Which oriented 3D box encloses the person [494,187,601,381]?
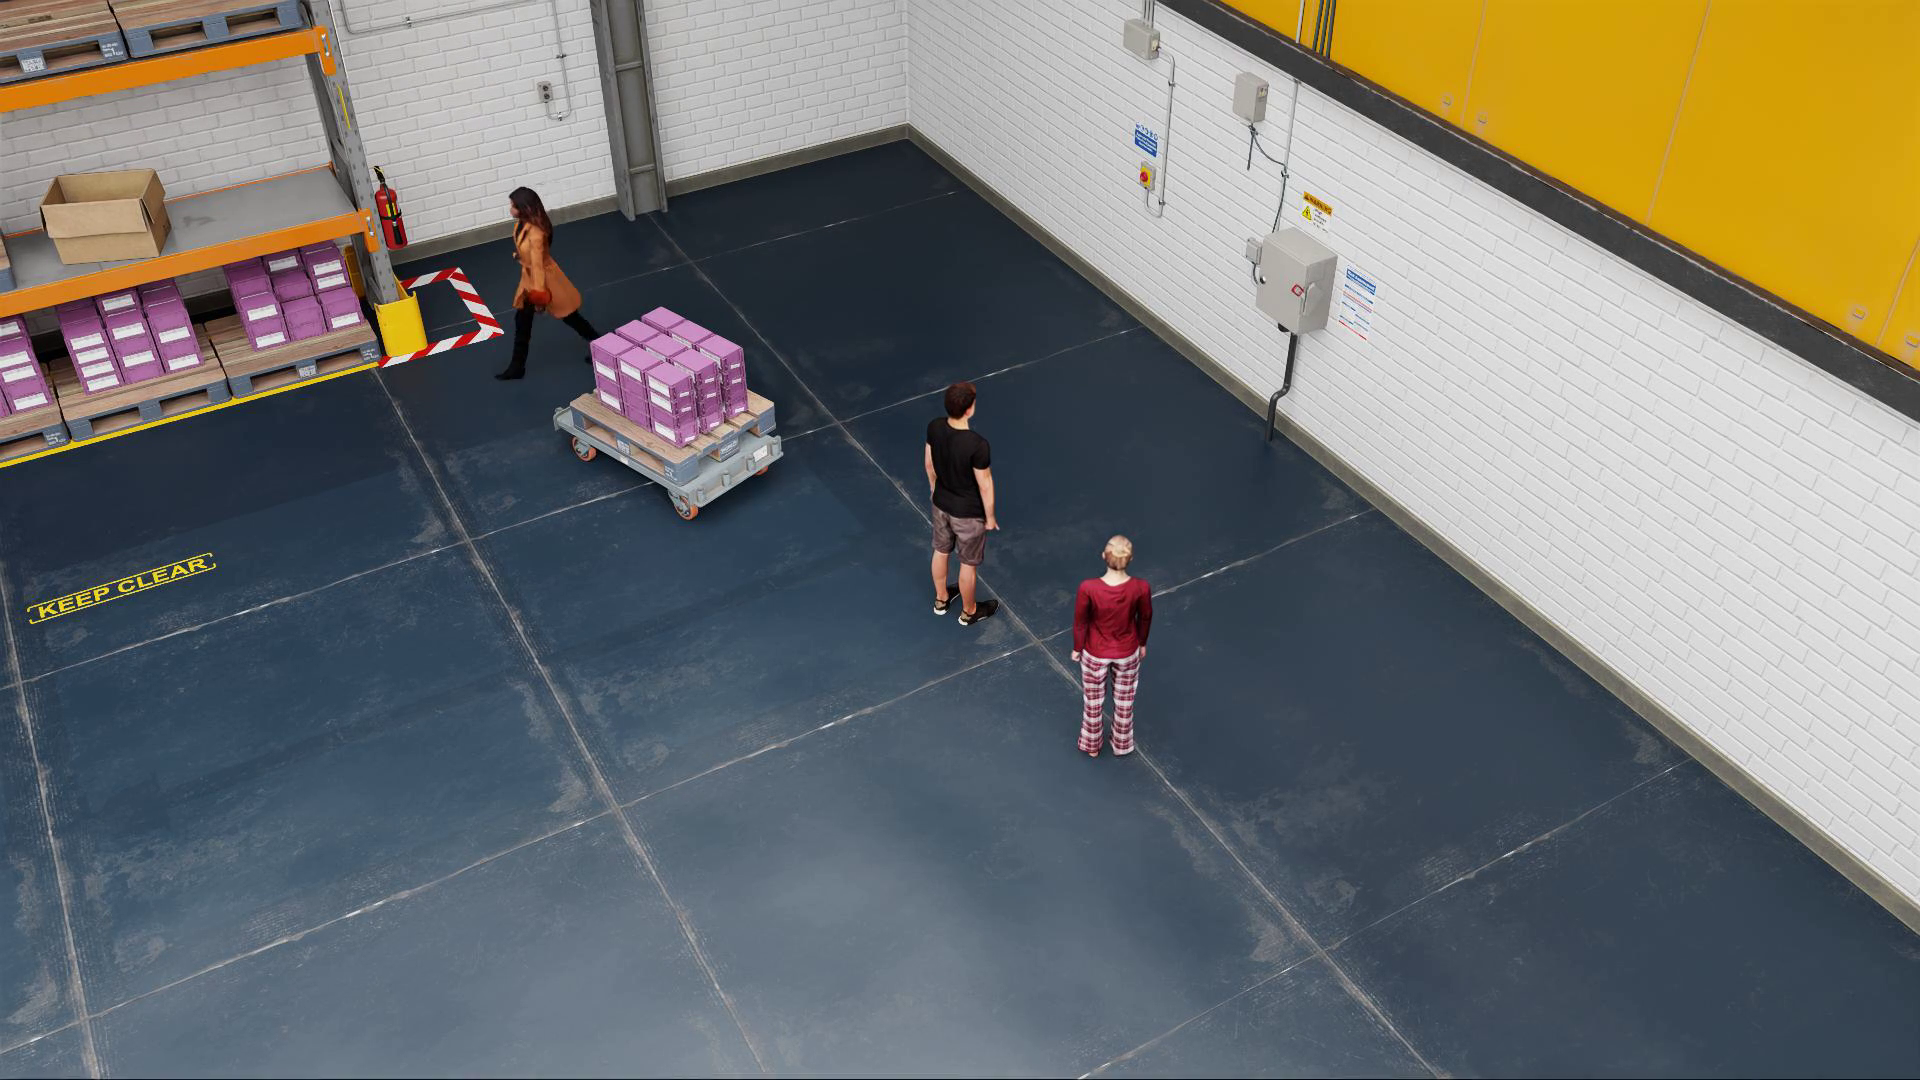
[{"bbox_3d":[-3.231,-2.027,13.284,1.186,1.666,0.721,-17,42,-20],"label":"person"}]

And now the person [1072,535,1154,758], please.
[{"bbox_3d":[0.903,0.634,9.927,0.602,1.698,0.742,-2,39,-2],"label":"person"}]

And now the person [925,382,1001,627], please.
[{"bbox_3d":[-0.016,-0.244,10.896,0.766,1.861,0.720,26,45,28],"label":"person"}]
